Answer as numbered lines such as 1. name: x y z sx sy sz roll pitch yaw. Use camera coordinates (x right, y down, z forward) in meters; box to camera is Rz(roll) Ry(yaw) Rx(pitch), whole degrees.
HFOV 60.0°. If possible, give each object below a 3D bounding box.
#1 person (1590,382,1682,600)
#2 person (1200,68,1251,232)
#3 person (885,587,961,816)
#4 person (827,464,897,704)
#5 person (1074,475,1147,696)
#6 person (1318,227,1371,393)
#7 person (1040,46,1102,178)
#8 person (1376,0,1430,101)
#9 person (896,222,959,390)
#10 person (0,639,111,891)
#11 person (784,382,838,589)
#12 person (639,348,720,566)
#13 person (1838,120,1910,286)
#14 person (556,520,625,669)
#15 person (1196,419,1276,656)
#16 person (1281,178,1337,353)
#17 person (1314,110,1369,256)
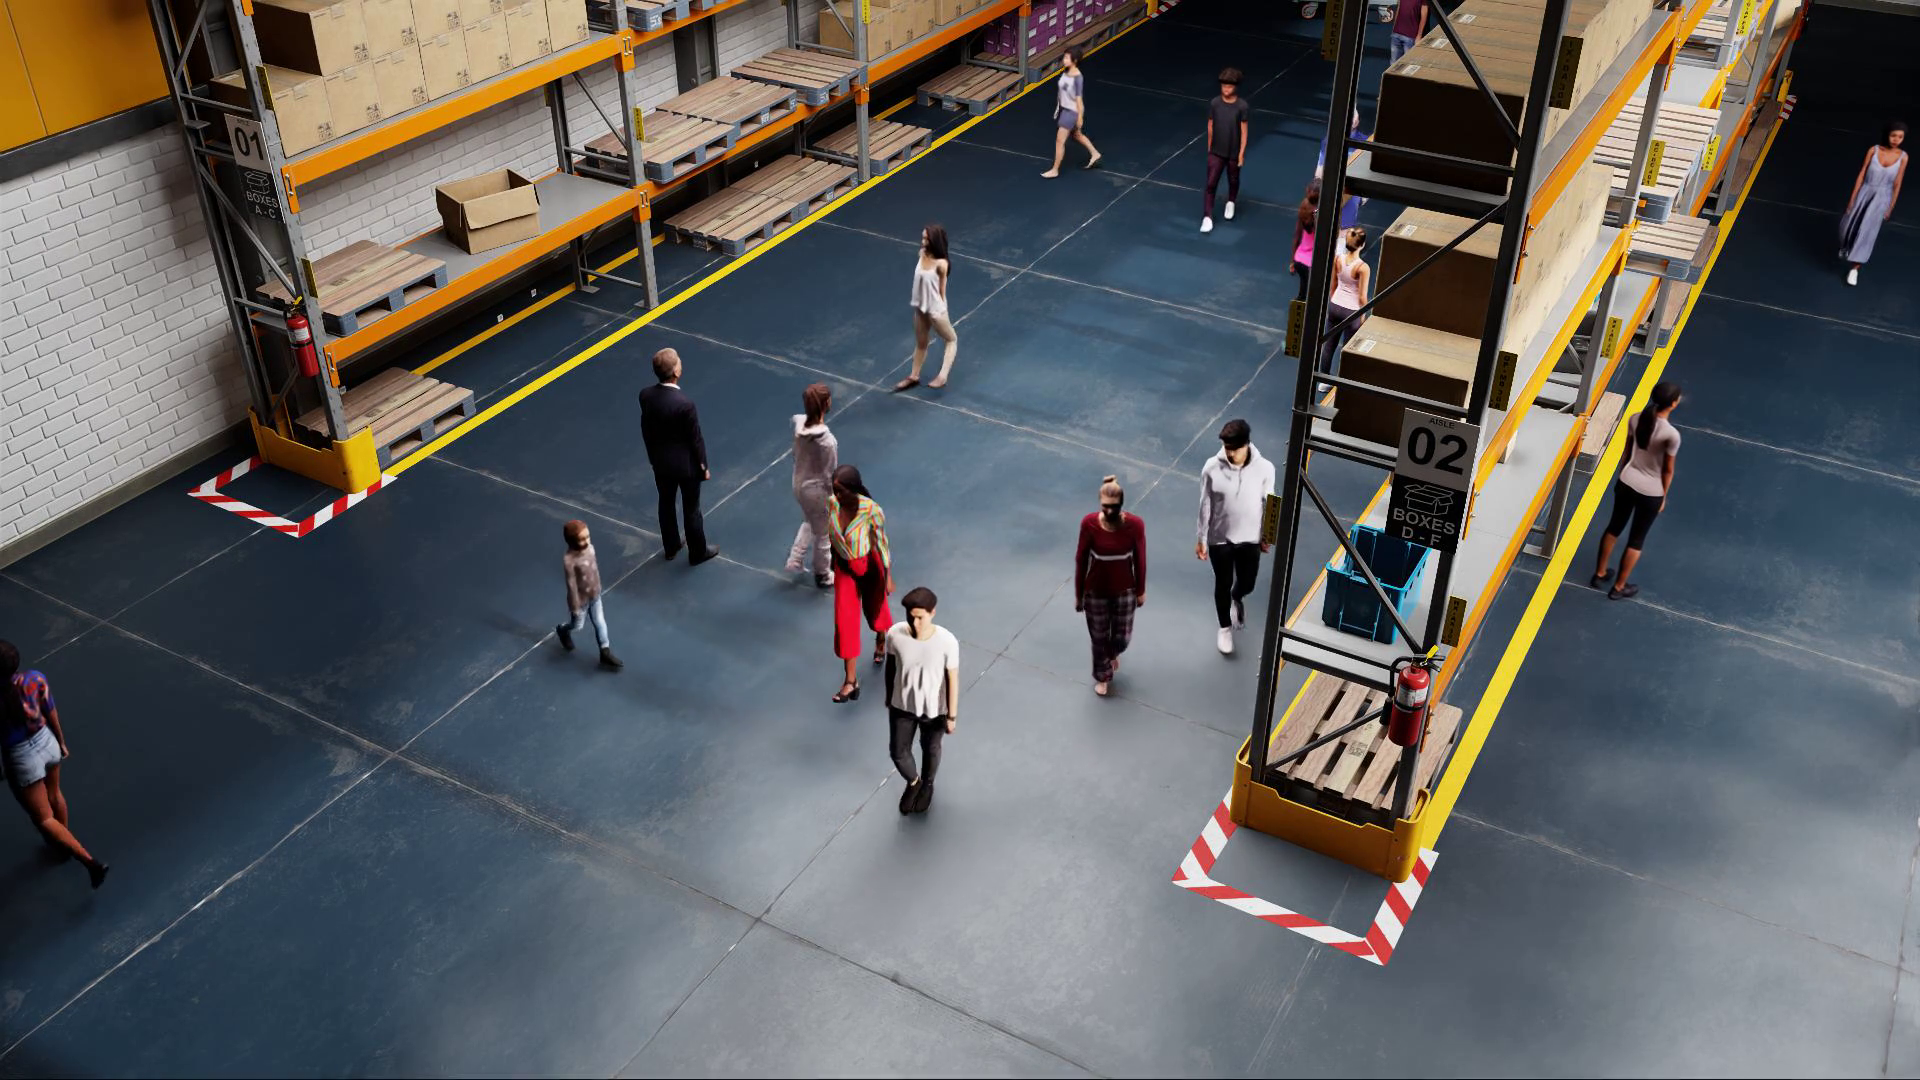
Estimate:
1. person: 5.038 -0.369 12.349 0.709 1.738 0.685 -18 37 -24
2. person: 2.962 -4.321 18.289 0.781 1.742 1.135 10 35 14
3. person: -0.218 0.954 10.380 0.715 1.713 0.675 8 35 12
4. person: -0.668 0.208 11.476 0.825 1.741 1.119 9 35 14
5. person: 1.029 0.293 11.399 0.765 1.686 0.798 2 34 4
6. person: 3.462 -2.047 14.950 0.623 1.652 0.616 -26 41 -33
7. person: 1.372 -5.042 19.565 1.063 1.532 0.987 -9 35 -14
8. person: 5.815 -6.589 21.607 0.725 1.847 0.737 -19 38 -26
9. person: -0.353 -2.055 14.965 0.837 1.648 0.724 19 38 27
10. person: -5.424 1.336 9.799 0.632 1.720 0.973 19 38 26
11. person: -1.156 -0.361 12.396 0.794 1.671 0.758 -25 41 -33
12. person: -2.167 -0.639 12.684 0.698 1.815 0.588 15 37 22
13. person: 9.376 -3.504 17.111 0.587 1.685 0.828 17 37 24
14. person: -2.695 0.366 11.746 0.585 1.180 0.763 21 39 28
15. person: 1.910 -0.092 11.781 0.873 1.905 0.938 0 34 0
16. person: 3.226 -2.557 15.668 0.956 1.706 0.843 -14 36 -21
17. person: 3.937 -3.568 17.106 0.745 1.797 1.115 14 36 20
